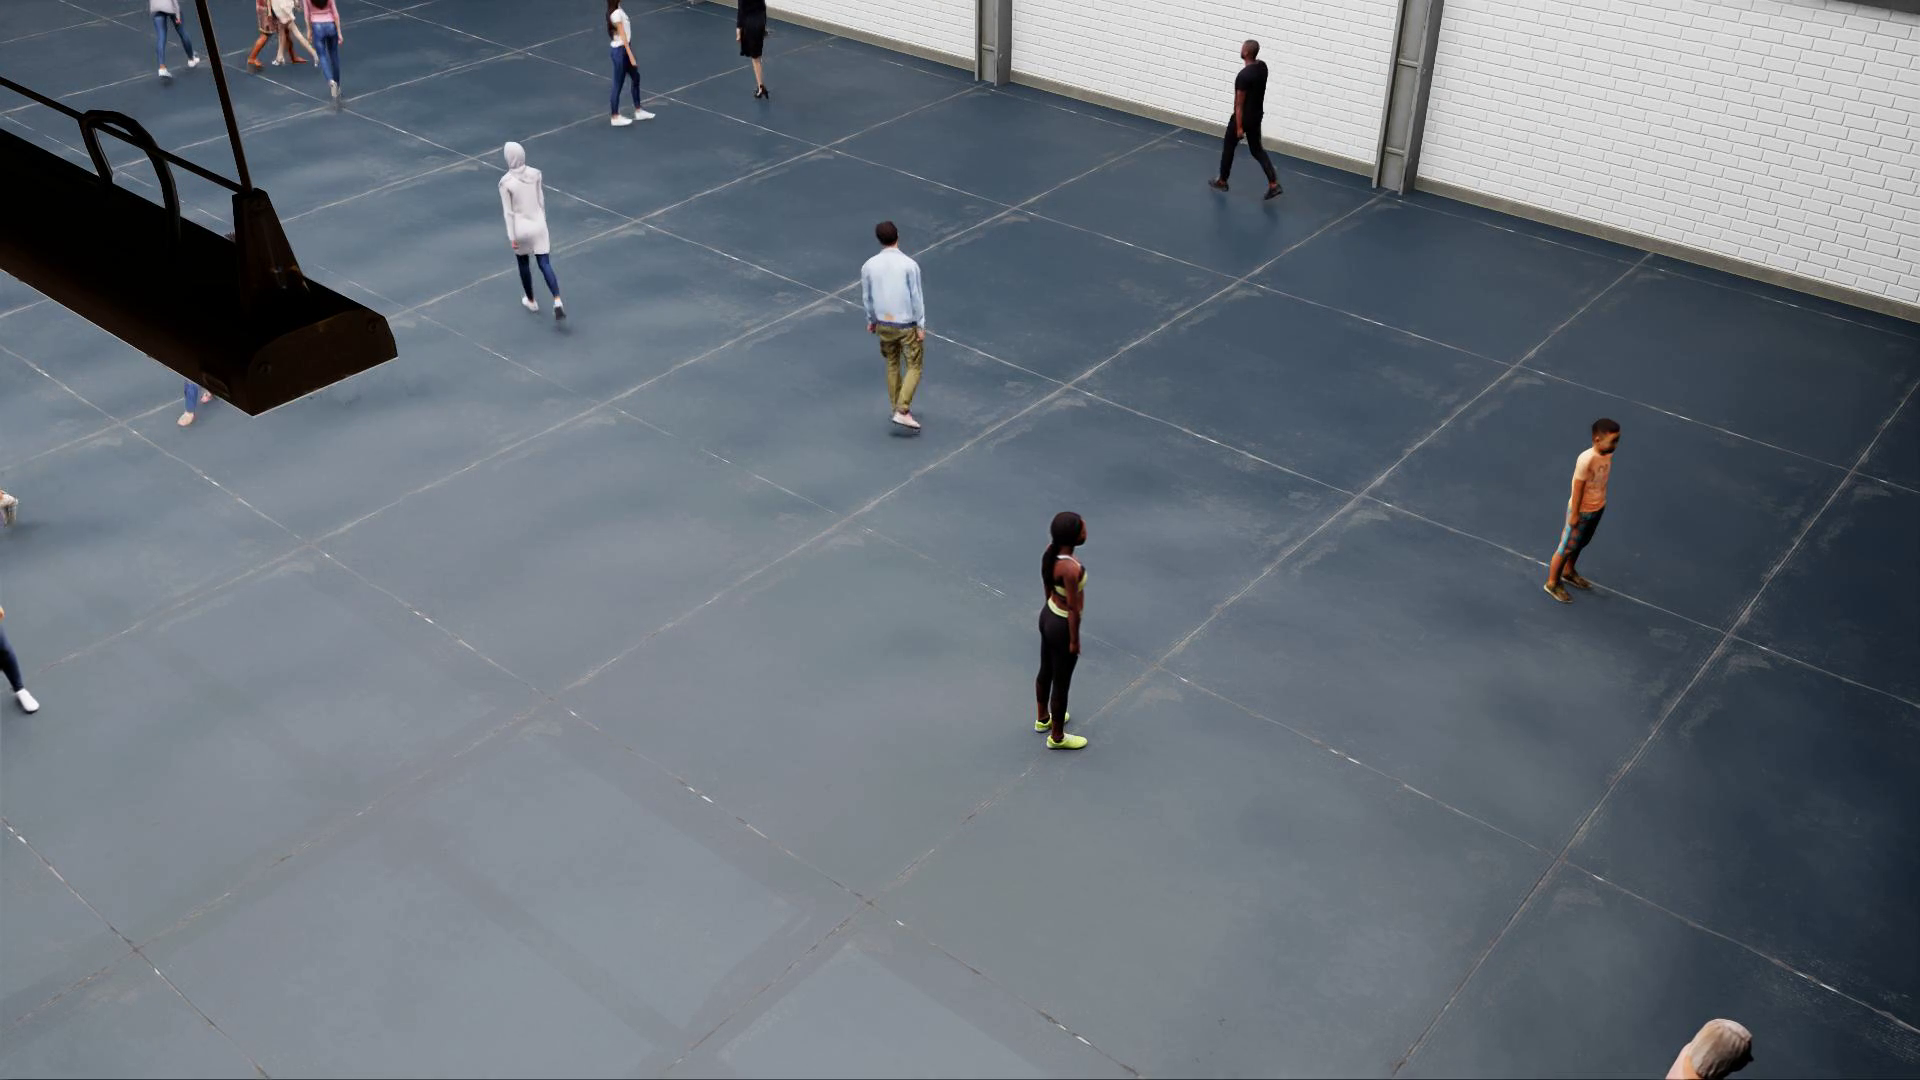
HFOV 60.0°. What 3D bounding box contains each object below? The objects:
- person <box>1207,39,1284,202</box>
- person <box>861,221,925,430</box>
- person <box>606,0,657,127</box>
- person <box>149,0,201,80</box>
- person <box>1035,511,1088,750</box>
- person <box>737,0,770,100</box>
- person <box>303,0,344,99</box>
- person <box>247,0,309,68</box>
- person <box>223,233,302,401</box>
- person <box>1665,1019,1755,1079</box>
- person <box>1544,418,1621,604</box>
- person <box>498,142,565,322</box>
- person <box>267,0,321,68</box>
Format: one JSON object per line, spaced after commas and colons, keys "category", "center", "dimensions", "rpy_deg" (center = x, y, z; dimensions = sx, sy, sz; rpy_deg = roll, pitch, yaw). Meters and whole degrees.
{"category": "person", "center": [3.286, -4.647, 18.554], "dimensions": [0.781, 1.781, 1.256], "rpy_deg": [-26, 42, -34]}
{"category": "person", "center": [-0.546, -1.827, 14.308], "dimensions": [0.908, 1.782, 0.965], "rpy_deg": [17, 37, 24]}
{"category": "person", "center": [-4.292, -5.979, 20.580], "dimensions": [0.915, 1.756, 0.866], "rpy_deg": [-4, 34, -6]}
{"category": "person", "center": [-10.655, -7.010, 22.188], "dimensions": [1.167, 1.693, 1.175], "rpy_deg": [0, 34, -1]}
{"category": "person", "center": [0.638, 0.574, 10.724], "dimensions": [0.699, 1.754, 0.594], "rpy_deg": [-11, 35, -16]}
{"category": "person", "center": [-2.598, -6.514, 21.400], "dimensions": [0.653, 1.739, 0.601], "rpy_deg": [23, 40, 31]}
{"category": "person", "center": [-8.213, -6.547, 21.459], "dimensions": [0.878, 1.729, 1.048], "rpy_deg": [-10, 35, -15]}
{"category": "person", "center": [-9.440, -7.183, 22.520], "dimensions": [1.011, 1.613, 1.059], "rpy_deg": [-13, 36, -19]}
{"category": "person", "center": [-6.036, -1.919, 14.602], "dimensions": [0.953, 1.611, 0.868], "rpy_deg": [0, 34, 1]}
{"category": "person", "center": [3.218, 2.750, 7.476], "dimensions": [0.662, 1.724, 0.677], "rpy_deg": [9, 35, 13]}
{"category": "person", "center": [4.592, -0.248, 12.224], "dimensions": [0.551, 1.461, 0.506], "rpy_deg": [-27, 42, -34]}
{"category": "person", "center": [-4.109, -2.941, 16.010], "dimensions": [0.803, 1.755, 1.108], "rpy_deg": [-20, 39, -28]}
{"category": "person", "center": [-9.031, -7.142, 22.389], "dimensions": [1.141, 1.690, 0.915], "rpy_deg": [9, 35, 13]}
